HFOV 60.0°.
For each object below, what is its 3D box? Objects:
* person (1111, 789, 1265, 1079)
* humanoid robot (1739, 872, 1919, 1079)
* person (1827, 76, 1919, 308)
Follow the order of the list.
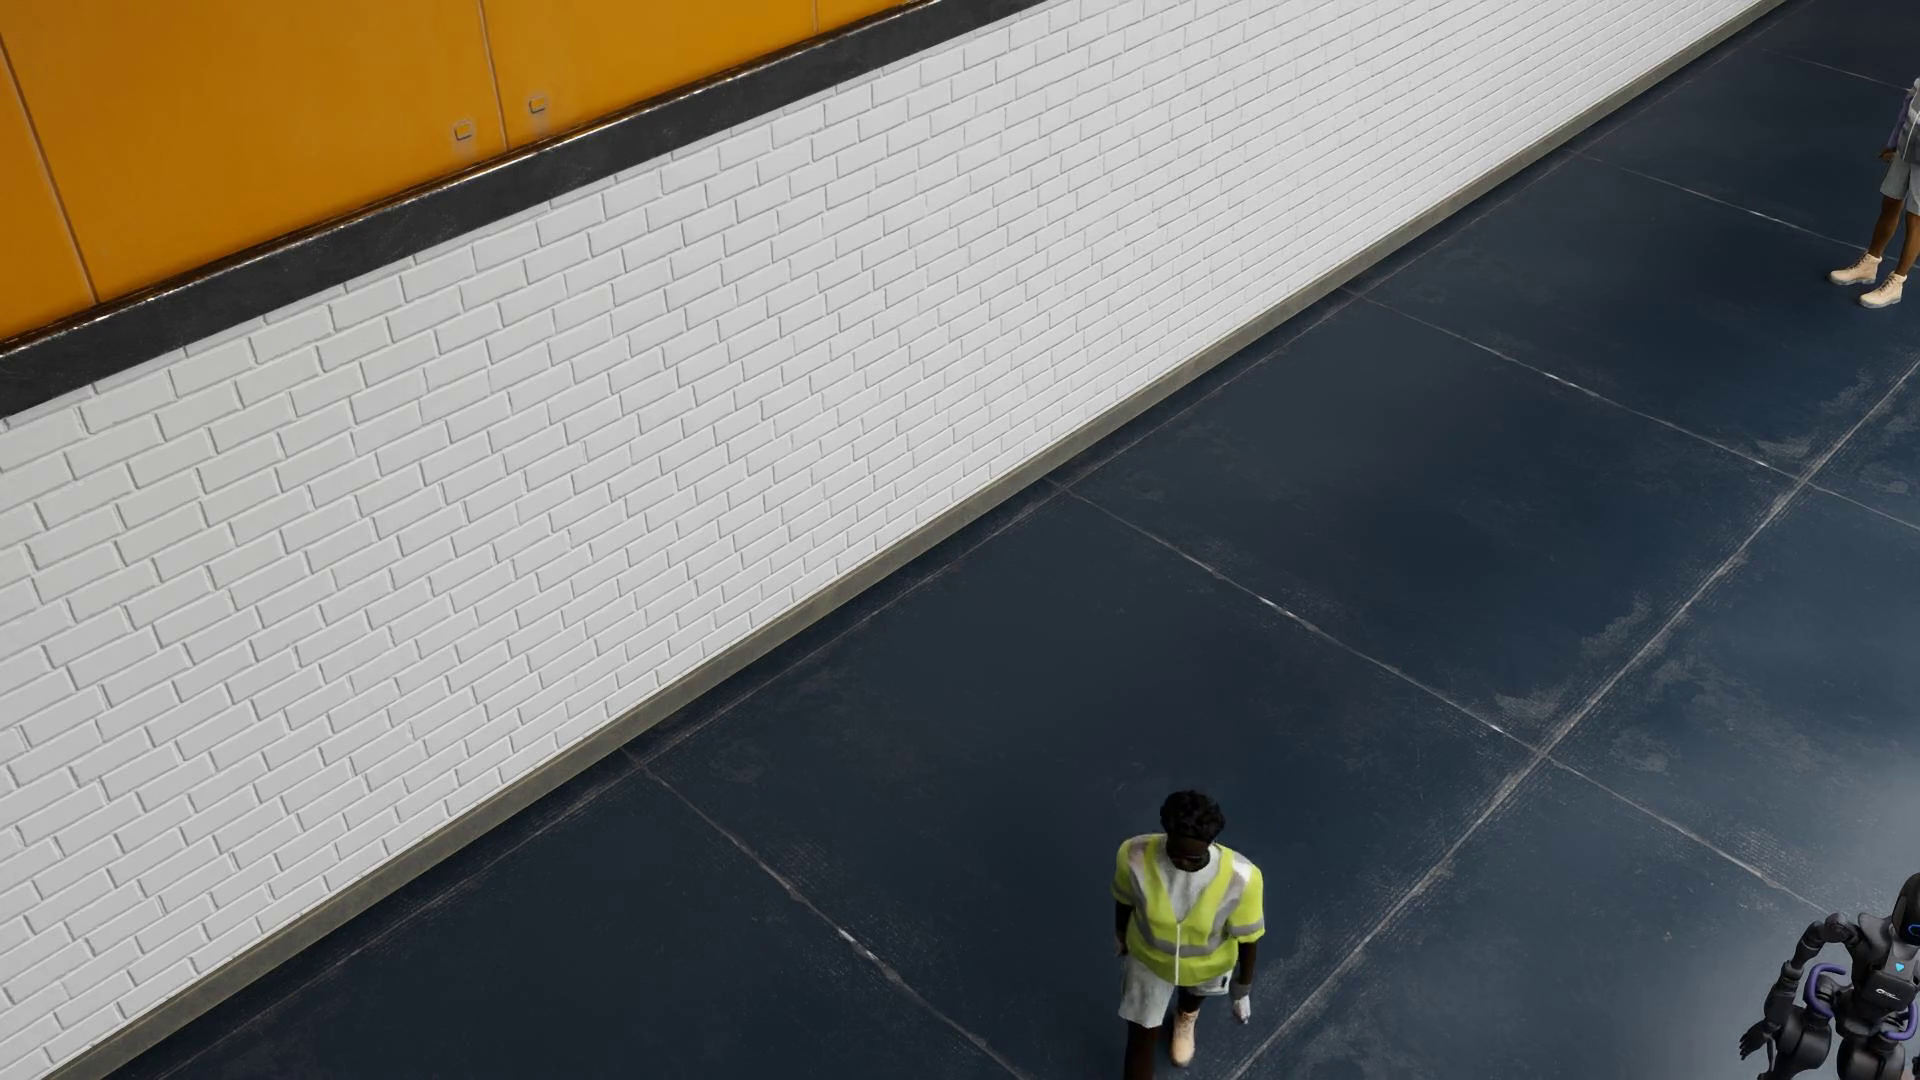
[{"bbox_3d":[0.778,1.516,5.911,0.545,1.648,0.863,8,39,10],"label":"person"},{"bbox_3d":[3.020,1.701,5.654,0.599,1.657,0.315,17,42,20],"label":"humanoid robot"},{"bbox_3d":[6.112,-2.452,10.567,0.367,2.044,0.607,-8,39,-9],"label":"person"}]
